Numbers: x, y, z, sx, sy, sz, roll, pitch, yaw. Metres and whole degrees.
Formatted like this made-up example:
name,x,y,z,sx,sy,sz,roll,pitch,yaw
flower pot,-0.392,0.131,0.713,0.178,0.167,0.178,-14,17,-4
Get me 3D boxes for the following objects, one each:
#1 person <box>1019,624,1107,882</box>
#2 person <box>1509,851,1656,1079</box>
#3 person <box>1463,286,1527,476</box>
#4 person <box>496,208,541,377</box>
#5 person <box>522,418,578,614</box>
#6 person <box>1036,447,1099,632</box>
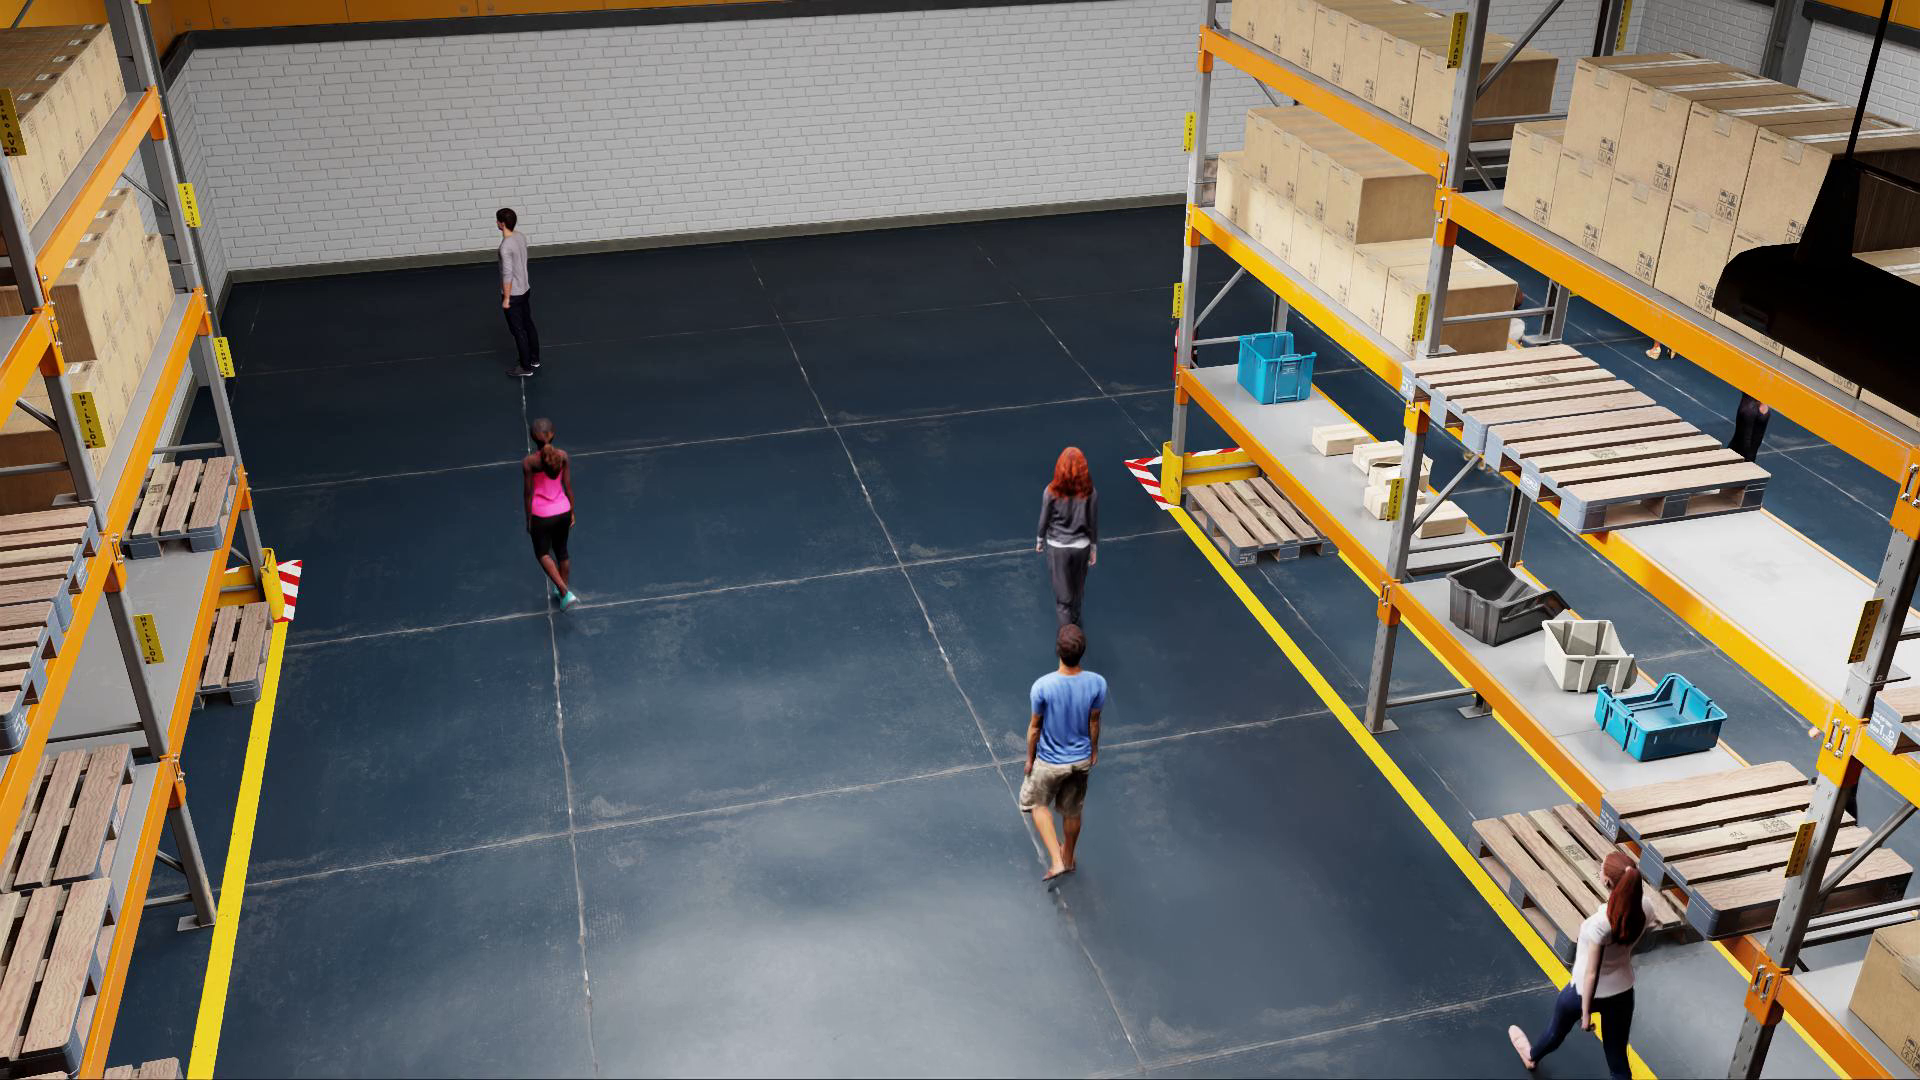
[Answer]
name,x,y,z,sx,sy,sz,roll,pitch,yaw
person,0.667,1.403,10.404,0.655,1.851,0.786,-7,29,-12
person,3.411,2.438,8.671,0.603,1.693,1.103,-9,30,-15
person,5.069,-1.454,15.618,0.791,1.873,0.965,-15,32,-26
person,-4.775,-2.684,17.904,0.793,1.844,0.632,4,29,7
person,-3.271,-0.154,13.405,0.729,1.712,0.924,-18,33,-29
person,0.841,0.150,12.807,0.739,1.751,1.011,-2,29,-4
